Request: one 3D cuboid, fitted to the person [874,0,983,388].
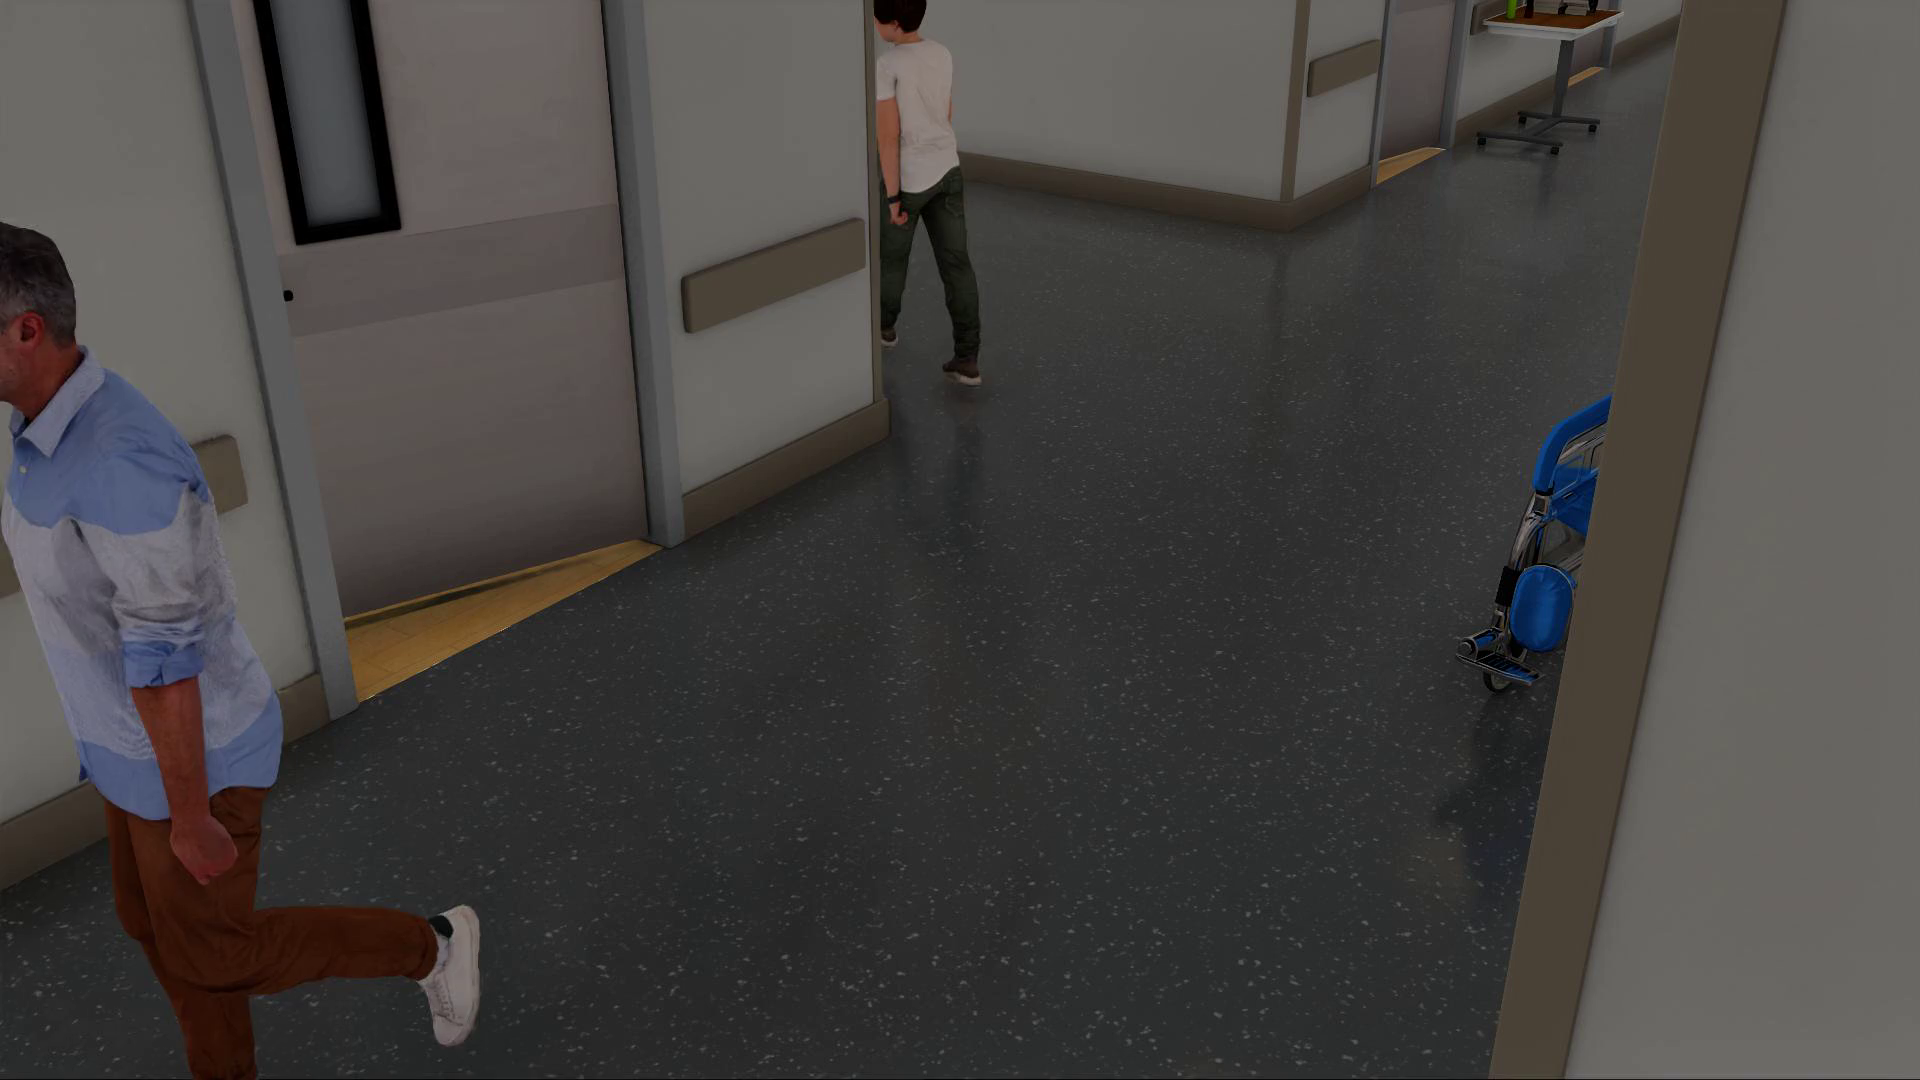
[{"bbox_3d":[-0.108,-1.394,6.734,1.167,1.599,0.983,-14,29,-27],"label":"person"}]

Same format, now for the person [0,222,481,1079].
[{"bbox_3d":[-1.311,0.319,2.948,1.046,1.802,0.861,-22,34,-38],"label":"person"}]
